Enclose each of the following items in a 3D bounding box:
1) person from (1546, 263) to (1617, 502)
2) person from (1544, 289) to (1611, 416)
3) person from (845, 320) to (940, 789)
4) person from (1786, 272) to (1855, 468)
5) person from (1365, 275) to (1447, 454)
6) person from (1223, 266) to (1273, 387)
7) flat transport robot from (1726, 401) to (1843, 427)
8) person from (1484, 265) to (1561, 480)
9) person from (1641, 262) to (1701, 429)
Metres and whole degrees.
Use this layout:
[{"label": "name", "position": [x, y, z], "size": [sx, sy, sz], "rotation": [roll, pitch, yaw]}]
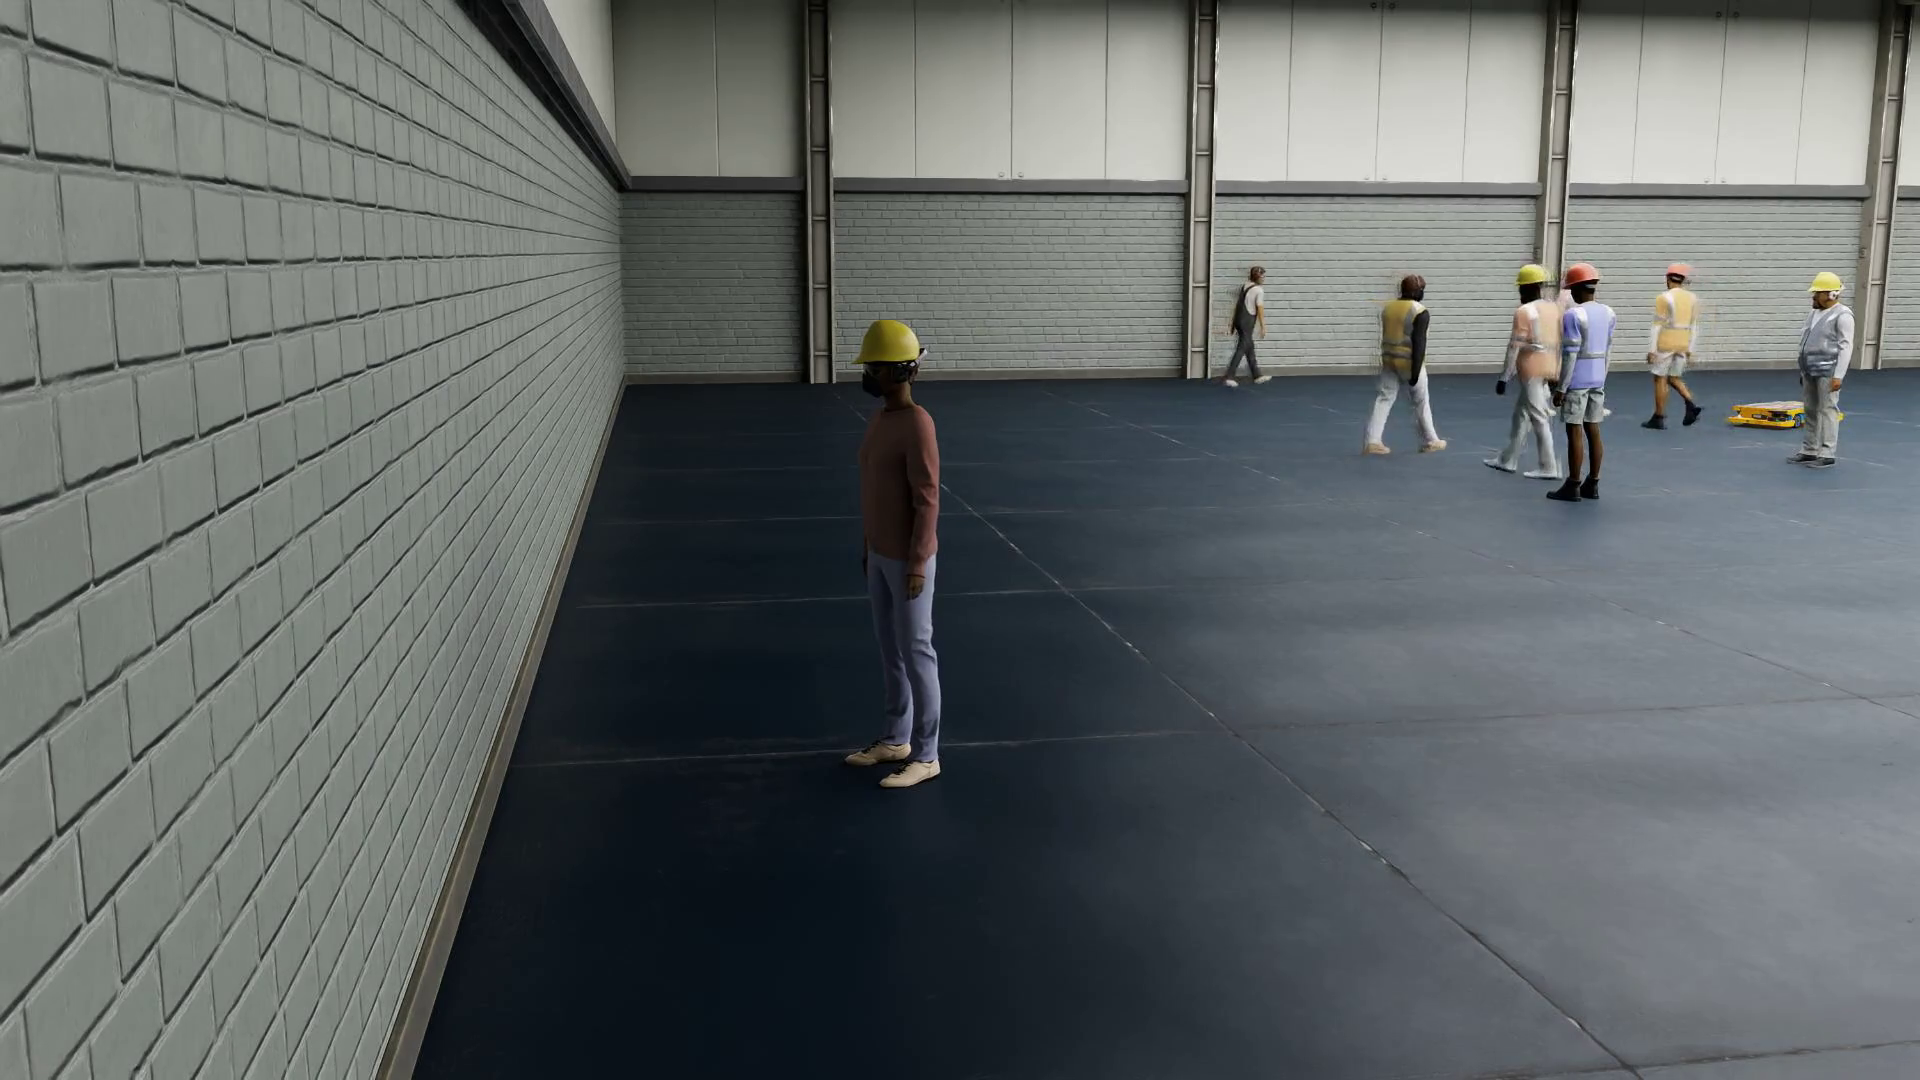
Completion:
[{"label": "person", "position": [5.030, -1.275, 13.507], "size": [0.542, 1.929, 0.373], "rotation": [-6, 11, -30]}, {"label": "person", "position": [7.507, -2.398, 20.378], "size": [0.945, 1.797, 0.639], "rotation": [-1, 10, -5]}, {"label": "person", "position": [-0.254, 0.053, 6.329], "size": [0.311, 1.768, 0.532], "rotation": [-5, 11, -25]}, {"label": "person", "position": [8.072, -1.589, 15.597], "size": [0.404, 1.827, 0.600], "rotation": [-1, 10, -7]}, {"label": "person", "position": [4.469, -1.748, 16.641], "size": [0.948, 1.795, 0.622], "rotation": [-6, 12, -31]}, {"label": "person", "position": [4.320, -3.185, 24.879], "size": [0.966, 1.785, 0.545], "rotation": [-4, 11, -24]}, {"label": "flat transport robot", "position": [9.666, -1.483, 19.473], "size": [1.431, 0.197, 0.652], "rotation": [-7, 12, -36]}, {"label": "person", "position": [5.029, -1.505, 14.910], "size": [0.610, 1.887, 0.897], "rotation": [-8, 13, -40]}, {"label": "person", "position": [8.096, -2.185, 18.810], "size": [0.571, 1.908, 0.588], "rotation": [-4, 11, -23]}]
